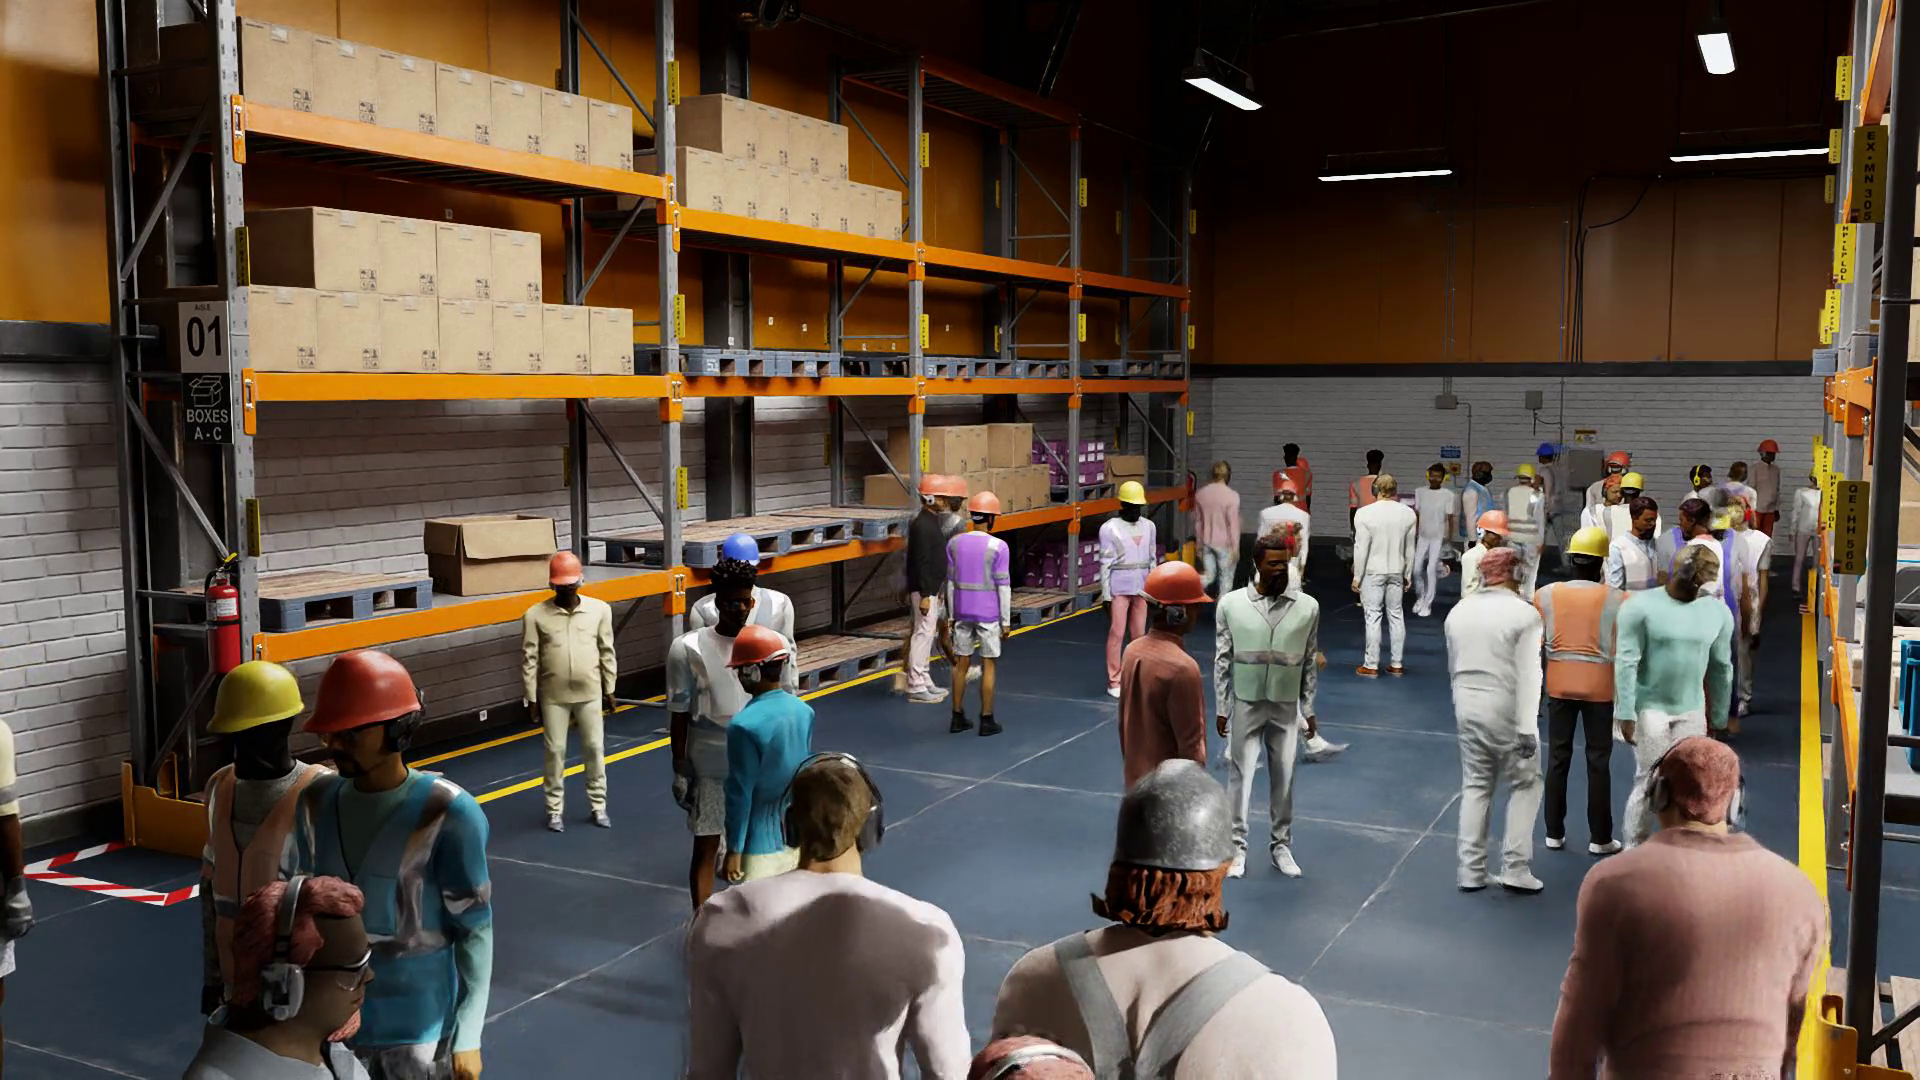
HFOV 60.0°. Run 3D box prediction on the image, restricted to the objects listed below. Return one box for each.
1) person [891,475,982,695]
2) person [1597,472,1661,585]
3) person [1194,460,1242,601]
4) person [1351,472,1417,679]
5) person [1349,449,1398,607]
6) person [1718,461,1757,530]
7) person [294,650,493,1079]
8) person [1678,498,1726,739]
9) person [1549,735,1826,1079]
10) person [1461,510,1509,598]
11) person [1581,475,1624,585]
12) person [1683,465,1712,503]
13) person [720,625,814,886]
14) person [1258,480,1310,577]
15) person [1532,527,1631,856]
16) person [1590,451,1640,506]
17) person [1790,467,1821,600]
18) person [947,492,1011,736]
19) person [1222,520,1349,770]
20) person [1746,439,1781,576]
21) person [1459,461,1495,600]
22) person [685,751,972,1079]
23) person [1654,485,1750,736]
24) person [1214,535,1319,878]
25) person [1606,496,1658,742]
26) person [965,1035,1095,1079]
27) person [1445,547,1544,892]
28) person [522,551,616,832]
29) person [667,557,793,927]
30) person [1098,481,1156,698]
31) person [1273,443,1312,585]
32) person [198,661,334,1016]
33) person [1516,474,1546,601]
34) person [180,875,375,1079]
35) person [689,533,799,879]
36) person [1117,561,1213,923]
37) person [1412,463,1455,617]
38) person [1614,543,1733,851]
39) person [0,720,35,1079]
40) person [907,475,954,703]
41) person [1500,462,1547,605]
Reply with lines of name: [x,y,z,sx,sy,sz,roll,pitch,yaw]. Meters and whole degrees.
person: [-0.202,0.400,14.874,1.137,1.947,0.615,-5,7,-41]
person: [6.462,0.303,16.120,0.591,1.912,0.398,2,6,24]
person: [2.851,0.062,18.672,0.718,1.926,0.645,-4,7,-39]
person: [3.970,0.334,15.625,0.636,1.938,0.358,-1,5,-15]
person: [5.137,-0.148,20.661,0.606,1.966,0.367,2,6,19]
person: [9.503,-0.058,20.478,0.532,1.825,0.490,4,7,39]
person: [-1.588,1.311,4.560,0.615,2.041,0.387,2,6,19]
person: [5.554,0.640,12.522,0.402,1.908,0.598,5,7,40]
person: [1.811,1.435,4.273,0.730,1.848,0.874,0,5,-5]
person: [4.278,0.627,13.494,0.339,1.745,0.561,5,7,44]
person: [6.359,0.302,16.302,0.575,1.880,0.359,0,5,0]
person: [8.251,0.087,18.644,0.333,1.872,0.515,3,6,32]
person: [-0.841,1.229,7.067,0.352,1.738,0.573,2,6,25]
person: [3.548,0.196,18.352,0.606,1.710,0.816,2,6,21]
person: [3.666,0.881,9.798,0.593,1.924,0.384,3,6,33]
person: [7.681,-0.048,19.509,0.616,1.986,0.407,5,7,43]
person: [10.904,-0.094,21.232,0.551,1.748,0.379,1,5,11]
person: [0.163,0.581,13.082,0.549,1.923,0.390,3,6,28]
person: [2.322,0.756,11.882,0.995,1.786,0.582,-1,5,-7]
person: [11.515,-0.449,23.817,0.613,1.985,0.412,-2,6,-25]
person: [6.345,-0.052,20.376,0.432,1.836,0.618,3,6,31]
person: [-0.264,1.429,3.949,0.655,1.914,0.801,1,5,14]
person: [5.664,0.550,12.759,0.693,2.000,0.689,3,6,30]
person: [1.720,0.926,9.348,0.593,1.922,0.391,0,5,-2]
person: [5.208,0.609,12.851,0.599,1.907,0.401,-3,6,-33]
person: [0.038,1.609,2.472,0.660,1.856,1.018,0,5,5]
person: [2.901,0.977,9.080,0.500,1.868,0.681,-3,6,-32]
person: [-2.408,0.932,10.272,0.574,1.737,0.354,-2,6,-21]
person: [-1.074,1.049,7.866,0.610,1.958,0.367,-2,6,-20]
person: [1.495,0.436,14.653,0.582,1.919,0.386,-3,6,-29]
person: [4.545,-0.349,22.824,0.603,1.966,0.372,-2,6,-19]
person: [-2.100,1.319,5.095,0.594,1.924,0.374,2,6,22]
person: [7.283,-0.027,21.187,0.502,1.627,0.277,-4,7,-36]
person: [-1.166,1.533,2.956,0.401,1.900,0.643,-1,5,-5]
person: [-1.209,0.923,9.317,0.613,1.942,0.404,-1,6,-15]
person: [0.908,1.083,7.260,0.381,1.994,0.622,-2,6,-21]
person: [5.553,0.002,19.718,0.582,1.840,0.382,4,7,36]
person: [3.868,0.962,9.046,0.667,1.900,0.433,0,5,-2]
person: [-3.588,1.225,5.936,0.607,1.957,0.392,1,5,13]
person: [-0.257,0.424,14.448,0.417,1.987,0.607,1,5,6]
person: [6.852,-0.039,20.306,0.642,1.821,0.606,-5,7,-43]
